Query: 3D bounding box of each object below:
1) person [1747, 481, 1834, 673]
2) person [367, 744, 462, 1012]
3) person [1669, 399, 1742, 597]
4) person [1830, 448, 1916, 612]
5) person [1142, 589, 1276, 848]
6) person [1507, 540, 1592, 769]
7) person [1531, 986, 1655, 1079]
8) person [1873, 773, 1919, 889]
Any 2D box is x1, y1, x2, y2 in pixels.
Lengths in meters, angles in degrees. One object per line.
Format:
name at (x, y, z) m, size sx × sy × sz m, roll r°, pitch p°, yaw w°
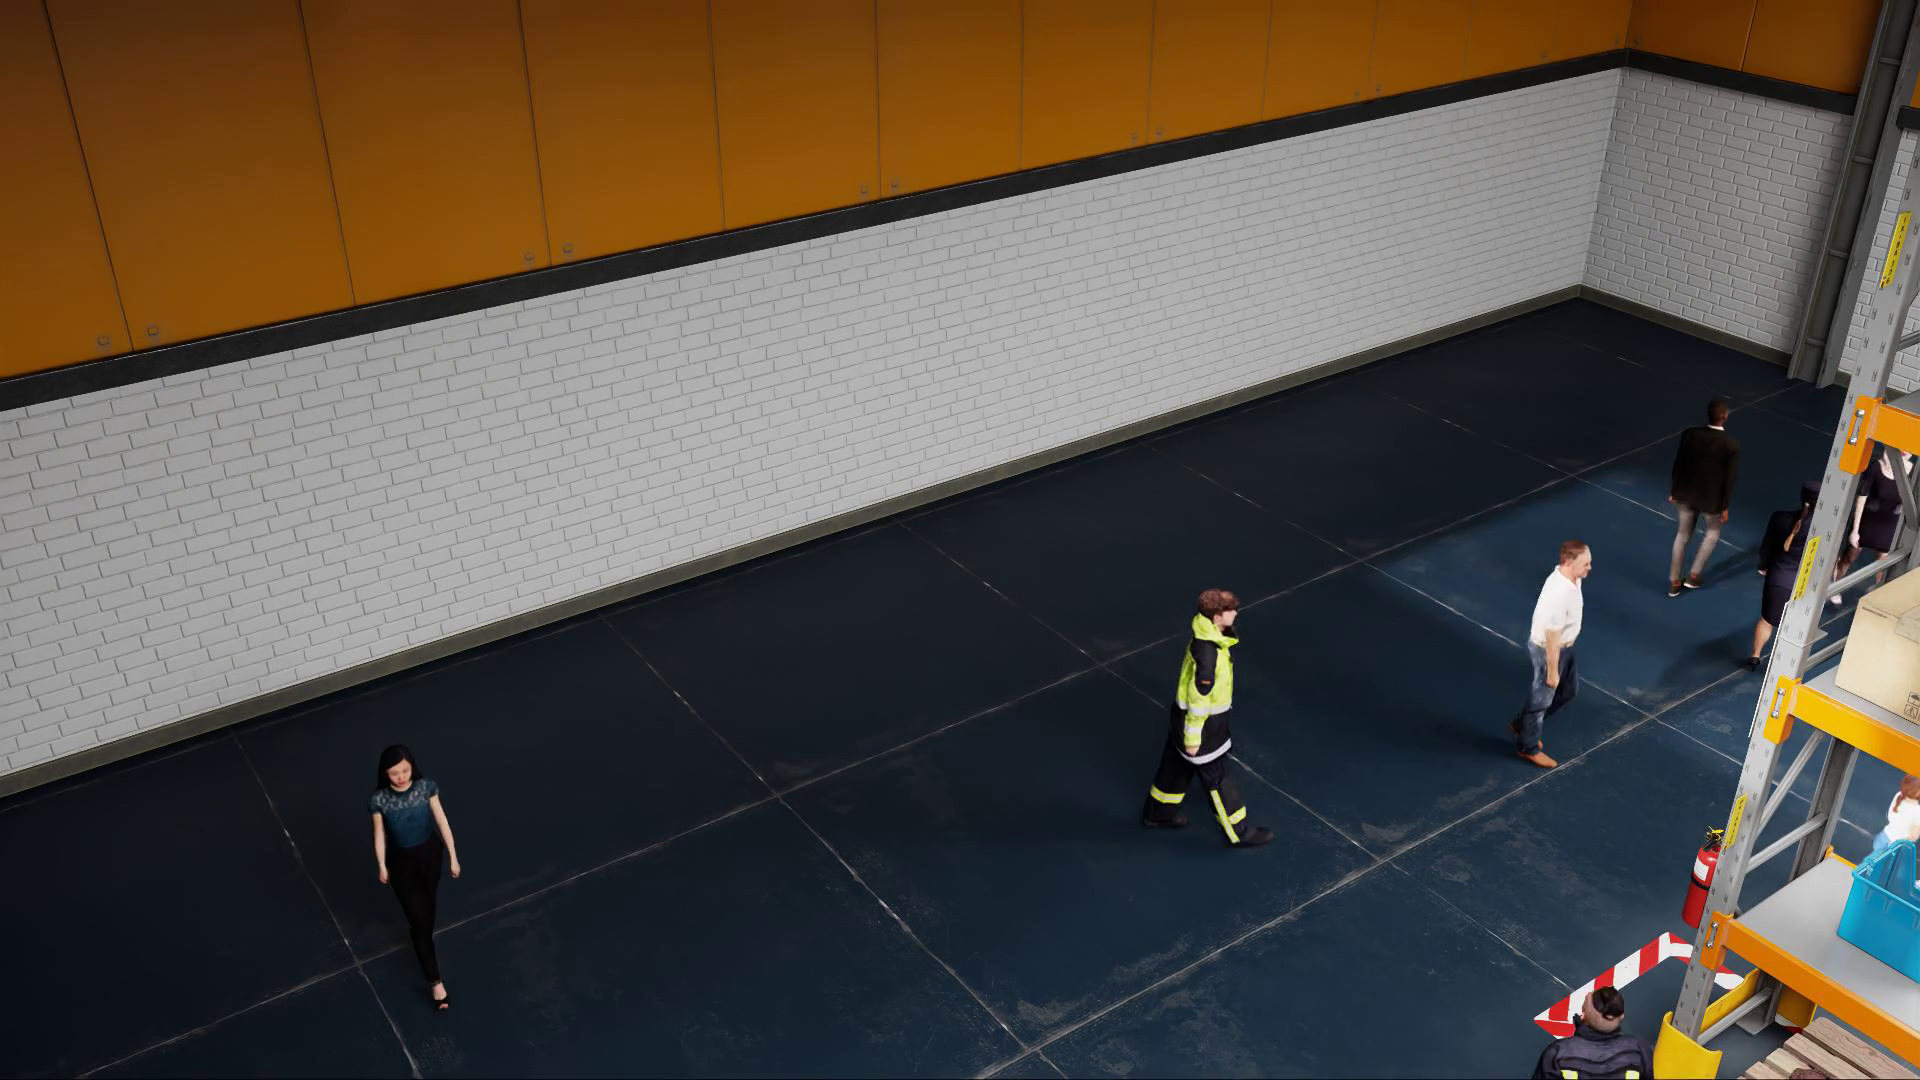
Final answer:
person at (6.465, 0.317, 12.956) m, size 0.651 × 1.667 × 0.813 m, roll 23°, pitch 36°, yaw 35°
person at (-3.295, 1.900, 10.005) m, size 0.626 × 1.713 × 0.940 m, roll -16°, pitch 32°, yaw -27°
person at (6.202, -0.317, 13.989) m, size 0.657 × 1.790 × 0.823 m, roll 23°, pitch 36°, yaw 36°
person at (7.444, -0.116, 13.634) m, size 1.112 × 1.778 × 1.196 m, roll 4°, pitch 29°, yaw 6°
person at (1.502, 1.184, 11.082) m, size 1.274 × 1.939 × 1.222 m, roll 4°, pitch 29°, yaw 8°
person at (4.153, 0.772, 11.935) m, size 0.782 × 1.845 × 0.784 m, roll 19°, pitch 34°, yaw 30°
person at (3.015, 2.904, 8.035) m, size 1.075 × 1.837 × 1.166 m, roll 1°, pitch 29°, yaw 2°
person at (5.997, 1.926, 10.708) m, size 0.651 × 0.994 × 0.707 m, roll -6°, pitch 29°, yaw -11°
